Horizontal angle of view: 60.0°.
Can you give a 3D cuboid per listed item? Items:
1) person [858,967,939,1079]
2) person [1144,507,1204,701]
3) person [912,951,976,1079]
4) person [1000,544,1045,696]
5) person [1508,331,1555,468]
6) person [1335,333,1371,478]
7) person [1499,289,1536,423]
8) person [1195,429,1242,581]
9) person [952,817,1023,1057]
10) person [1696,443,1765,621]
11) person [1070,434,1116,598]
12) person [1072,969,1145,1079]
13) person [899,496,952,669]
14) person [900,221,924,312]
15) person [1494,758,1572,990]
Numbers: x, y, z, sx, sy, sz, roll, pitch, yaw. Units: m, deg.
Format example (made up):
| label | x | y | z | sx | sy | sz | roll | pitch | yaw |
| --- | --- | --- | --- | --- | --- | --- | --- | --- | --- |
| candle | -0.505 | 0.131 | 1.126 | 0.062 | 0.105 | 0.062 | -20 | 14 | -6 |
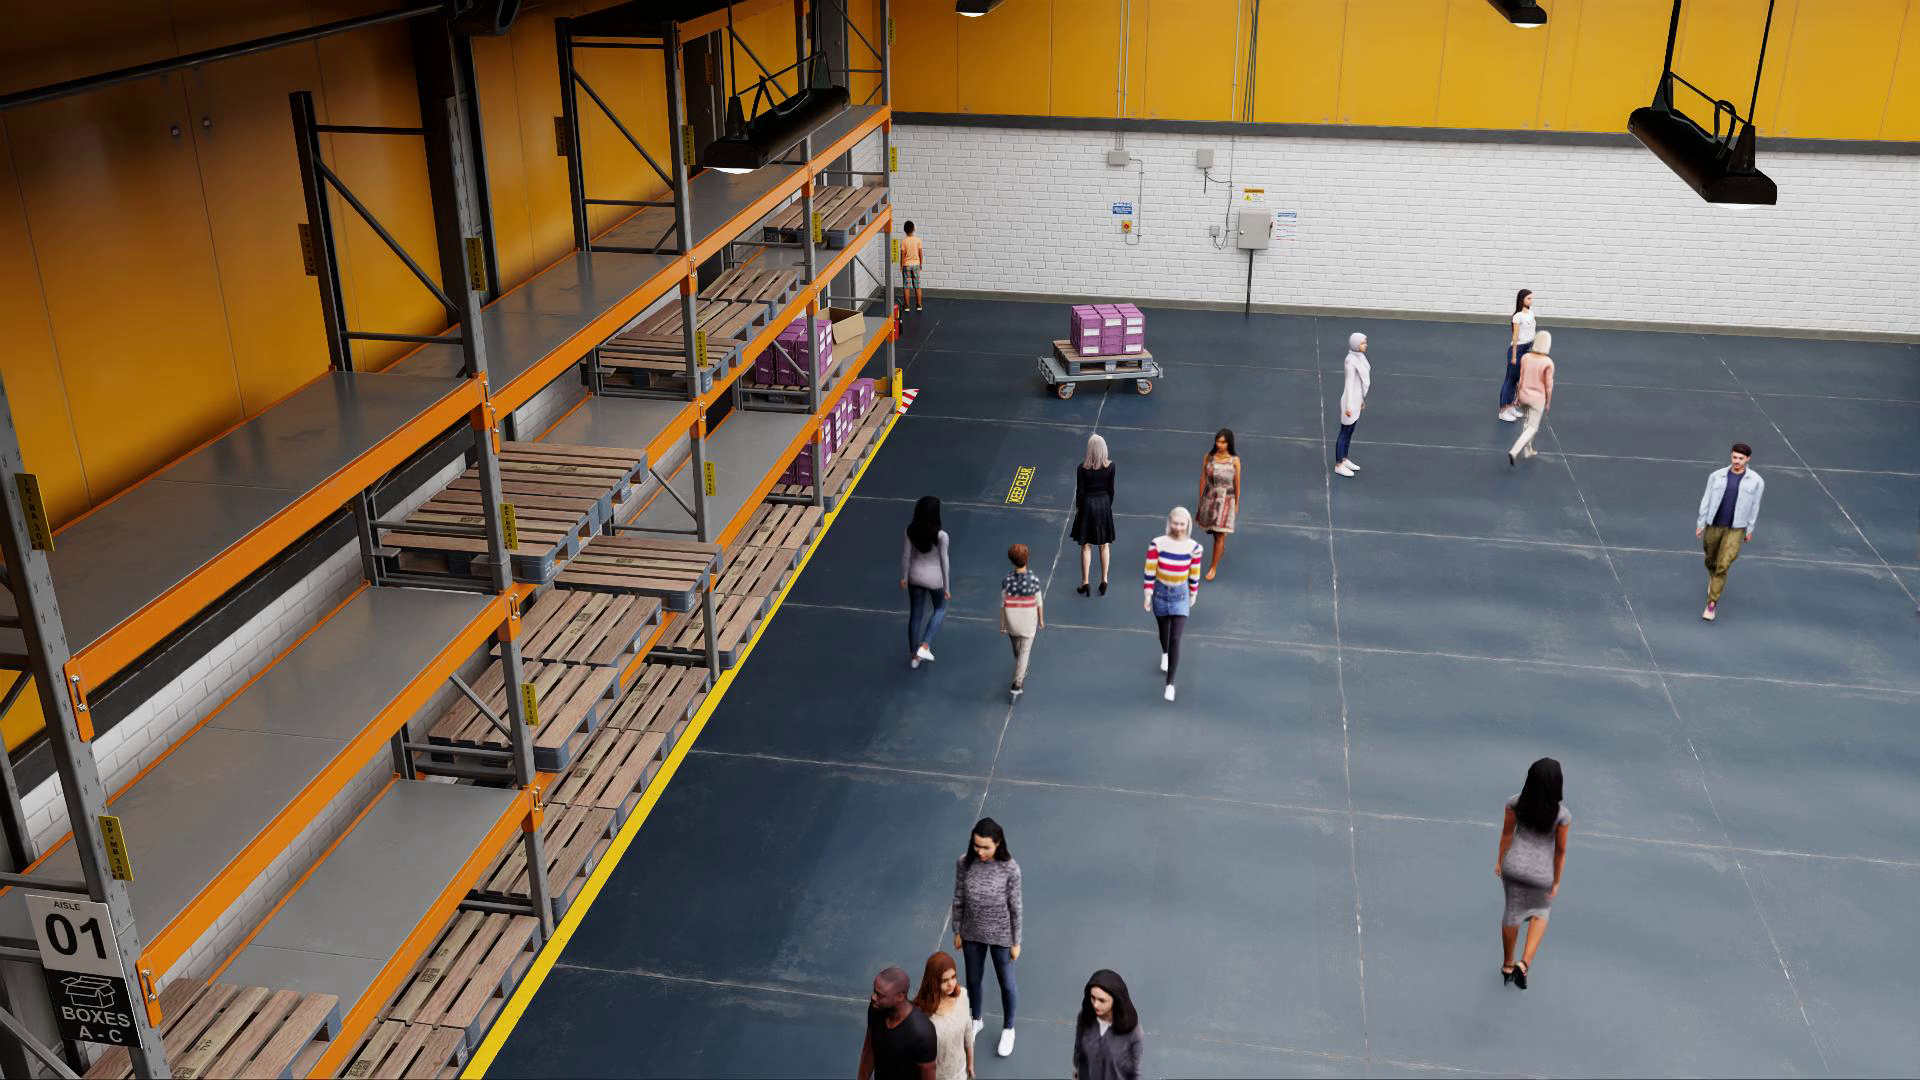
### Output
| label | x | y | z | sx | sy | sz | roll | pitch | yaw |
| --- | --- | --- | --- | --- | --- | --- | --- | --- | --- |
| person | -0.240 | 3.131 | 9.403 | 1.257 | 1.765 | 1.205 | -16 | 28 | -32 |
| person | 1.949 | 0.514 | 15.390 | 0.709 | 1.766 | 1.145 | 5 | 24 | 12 |
| person | -0.164 | 3.054 | 9.668 | 0.971 | 1.696 | 1.027 | -14 | 27 | -29 |
| person | 0.554 | 0.754 | 15.285 | 0.535 | 1.410 | 0.932 | 4 | 24 | 10 |
| person | 7.048 | -1.723 | 20.589 | 1.118 | 1.700 | 1.005 | -19 | 30 | -37 |
| person | 4.799 | -1.680 | 20.399 | 0.745 | 1.775 | 0.604 | 15 | 28 | 30 |
| person | 7.448 | -2.486 | 22.243 | 0.729 | 1.774 | 0.624 | 20 | 31 | 38 |
| person | 2.786 | -0.421 | 17.703 | 0.806 | 1.626 | 1.035 | 11 | 26 | 24 |
| person | 0.192 | 2.538 | 10.804 | 0.643 | 1.731 | 0.573 | 7 | 25 | 16 |
| person | 7.767 | -0.134 | 16.858 | 0.993 | 1.778 | 1.266 | 15 | 28 | 30 |
| person | 1.395 | -0.258 | 17.187 | 0.698 | 1.742 | 0.692 | -5 | 24 | -11 |
| person | 0.873 | 3.136 | 9.422 | 0.784 | 1.742 | 0.919 | 14 | 27 | 30 |
| person | -0.335 | 0.436 | 15.622 | 0.754 | 1.724 | 0.693 | 6 | 24 | 14 |
| person | -0.800 | -4.482 | 27.199 | 0.593 | 1.461 | 0.592 | -6 | 24 | -13 |
| person | 3.825 | 2.315 | 11.264 | 0.706 | 1.771 | 0.804 | 12 | 26 | 25 |
